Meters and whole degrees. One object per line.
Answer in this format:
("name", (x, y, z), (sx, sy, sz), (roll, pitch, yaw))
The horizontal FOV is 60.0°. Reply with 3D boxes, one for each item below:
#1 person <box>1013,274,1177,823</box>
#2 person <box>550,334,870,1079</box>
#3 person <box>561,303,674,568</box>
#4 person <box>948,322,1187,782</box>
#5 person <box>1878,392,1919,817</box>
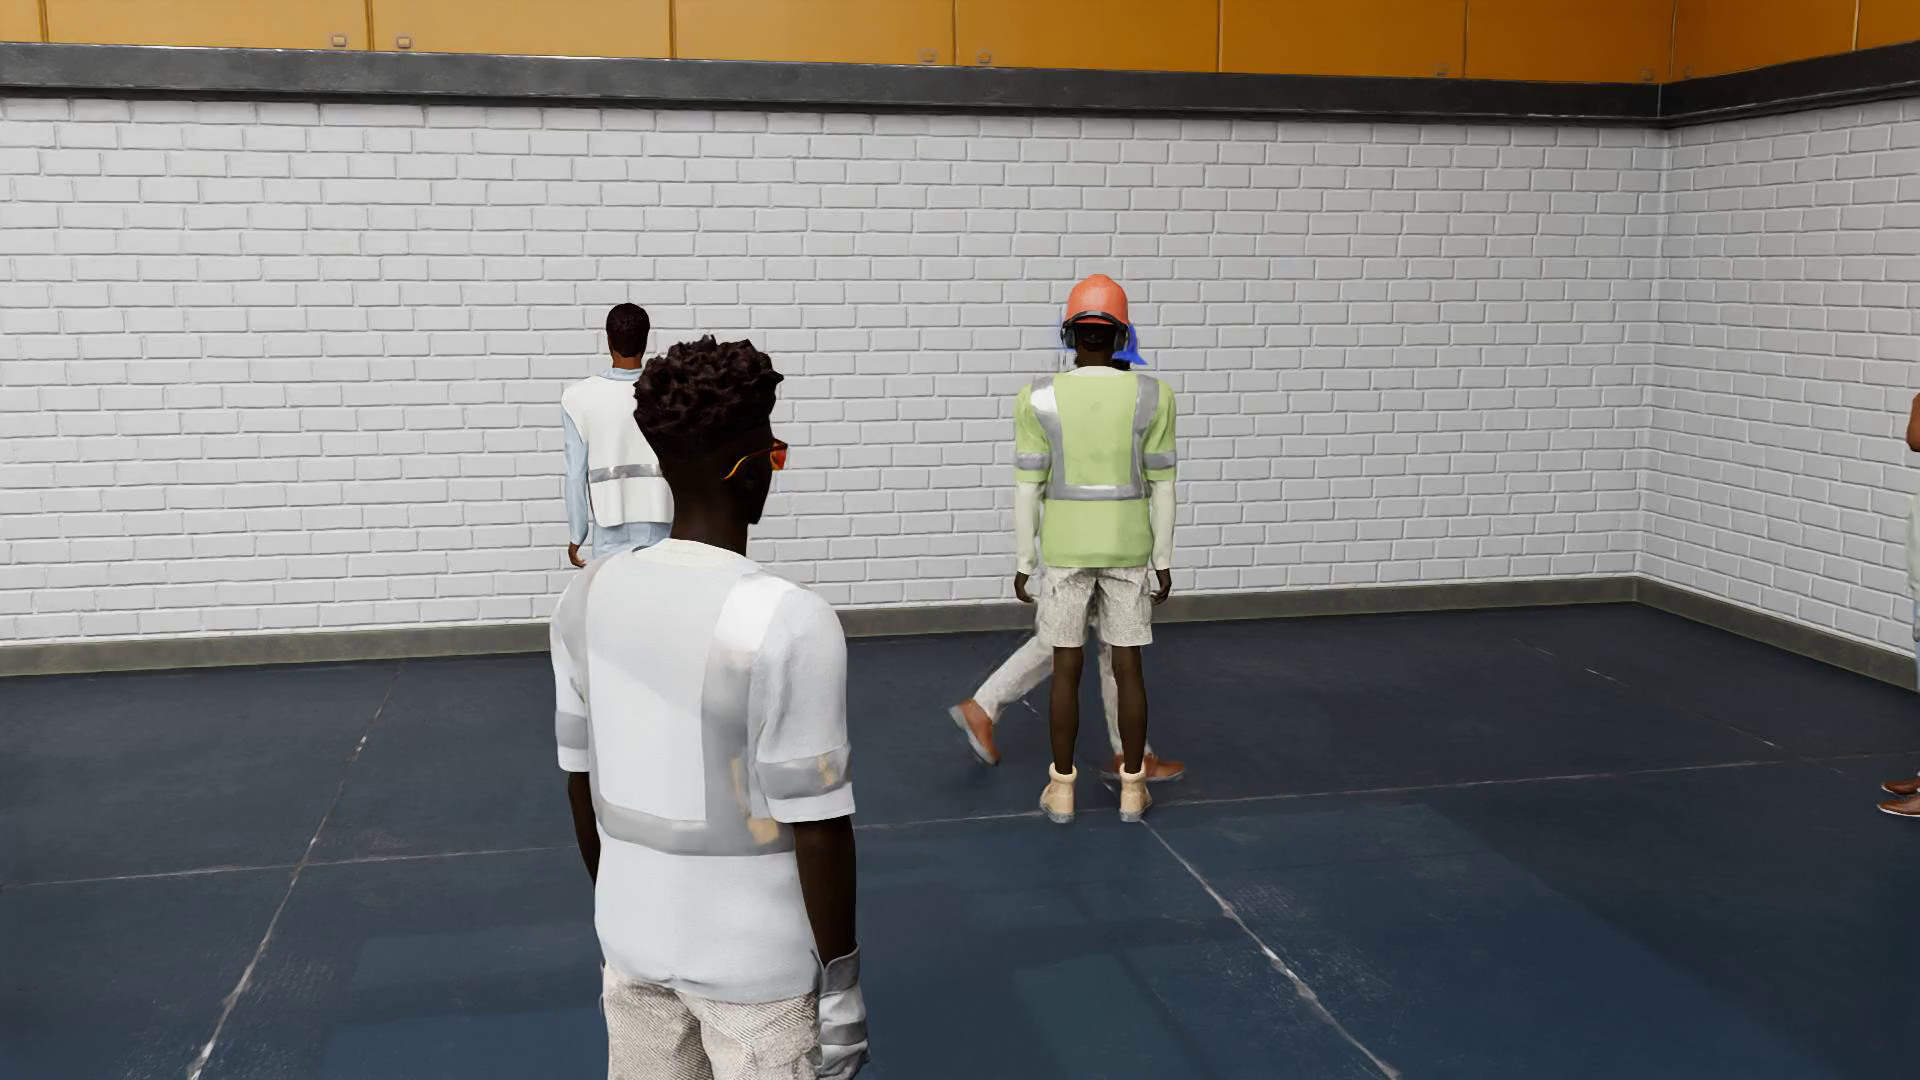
("person", (0.497, 0.043, 6.203), (0.605, 2.045, 0.377), (0, 9, 1))
("person", (-0.392, 0.649, 2.746), (0.607, 1.966, 0.366), (7, 11, 35))
("person", (-1.419, -0.064, 7.240), (0.590, 1.919, 0.392), (-3, 10, -19))
("person", (0.425, 0.037, 6.711), (0.921, 1.905, 0.616), (0, 9, 3))
("person", (3.683, 0.235, 6.286), (0.283, 1.631, 0.503), (6, 11, 34))
